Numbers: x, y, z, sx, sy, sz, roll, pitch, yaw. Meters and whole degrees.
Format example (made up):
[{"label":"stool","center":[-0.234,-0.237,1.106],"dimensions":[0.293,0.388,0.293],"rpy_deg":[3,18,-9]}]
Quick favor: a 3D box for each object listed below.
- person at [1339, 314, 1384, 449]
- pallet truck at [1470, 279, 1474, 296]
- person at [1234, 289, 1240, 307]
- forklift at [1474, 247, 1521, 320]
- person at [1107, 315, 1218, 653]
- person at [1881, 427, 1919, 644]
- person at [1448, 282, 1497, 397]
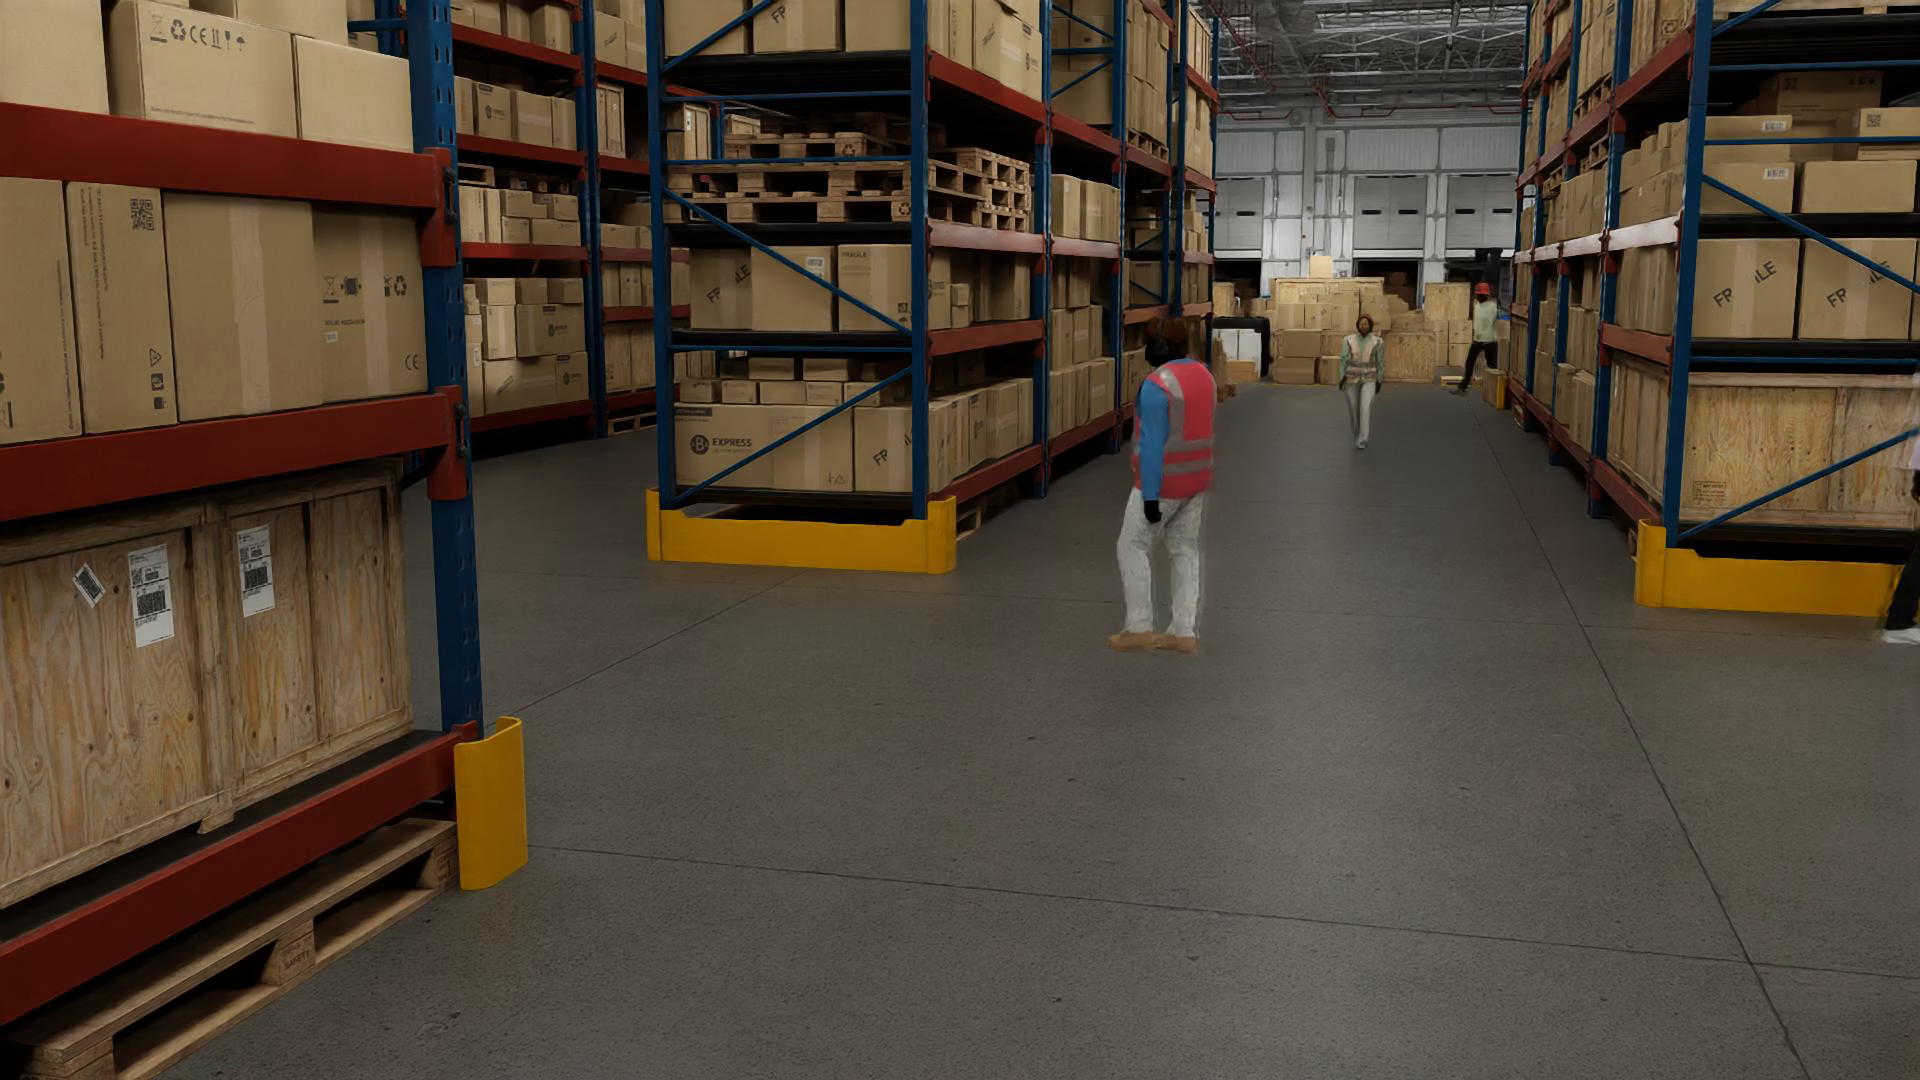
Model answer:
[{"label":"person","center":[4.815,-1.910,19.938],"dimensions":[0.512,1.609,0.755],"rpy_deg":[3,10,20]},{"label":"pallet truck","center":[18.896,-8.459,60.307],"dimensions":[1.885,1.965,0.823],"rpy_deg":[5,10,31]},{"label":"person","center":[9.479,-7.783,57.142],"dimensions":[0.310,1.642,0.514],"rpy_deg":[4,10,24]},{"label":"forklift","center":[13.968,-6.343,44.069],"dimensions":[1.873,2.768,1.129],"rpy_deg":[-2,9,-10]},{"label":"person","center":[1.070,-0.294,8.974],"dimensions":[0.581,1.825,0.645],"rpy_deg":[9,12,43]},{"label":"person","center":[5.554,-0.335,9.054],"dimensions":[0.920,1.877,0.617],"rpy_deg":[2,9,13]},{"label":"person","center":[8.767,-3.376,28.160],"dimensions":[0.966,1.946,0.616],"rpy_deg":[-3,9,-18]}]
